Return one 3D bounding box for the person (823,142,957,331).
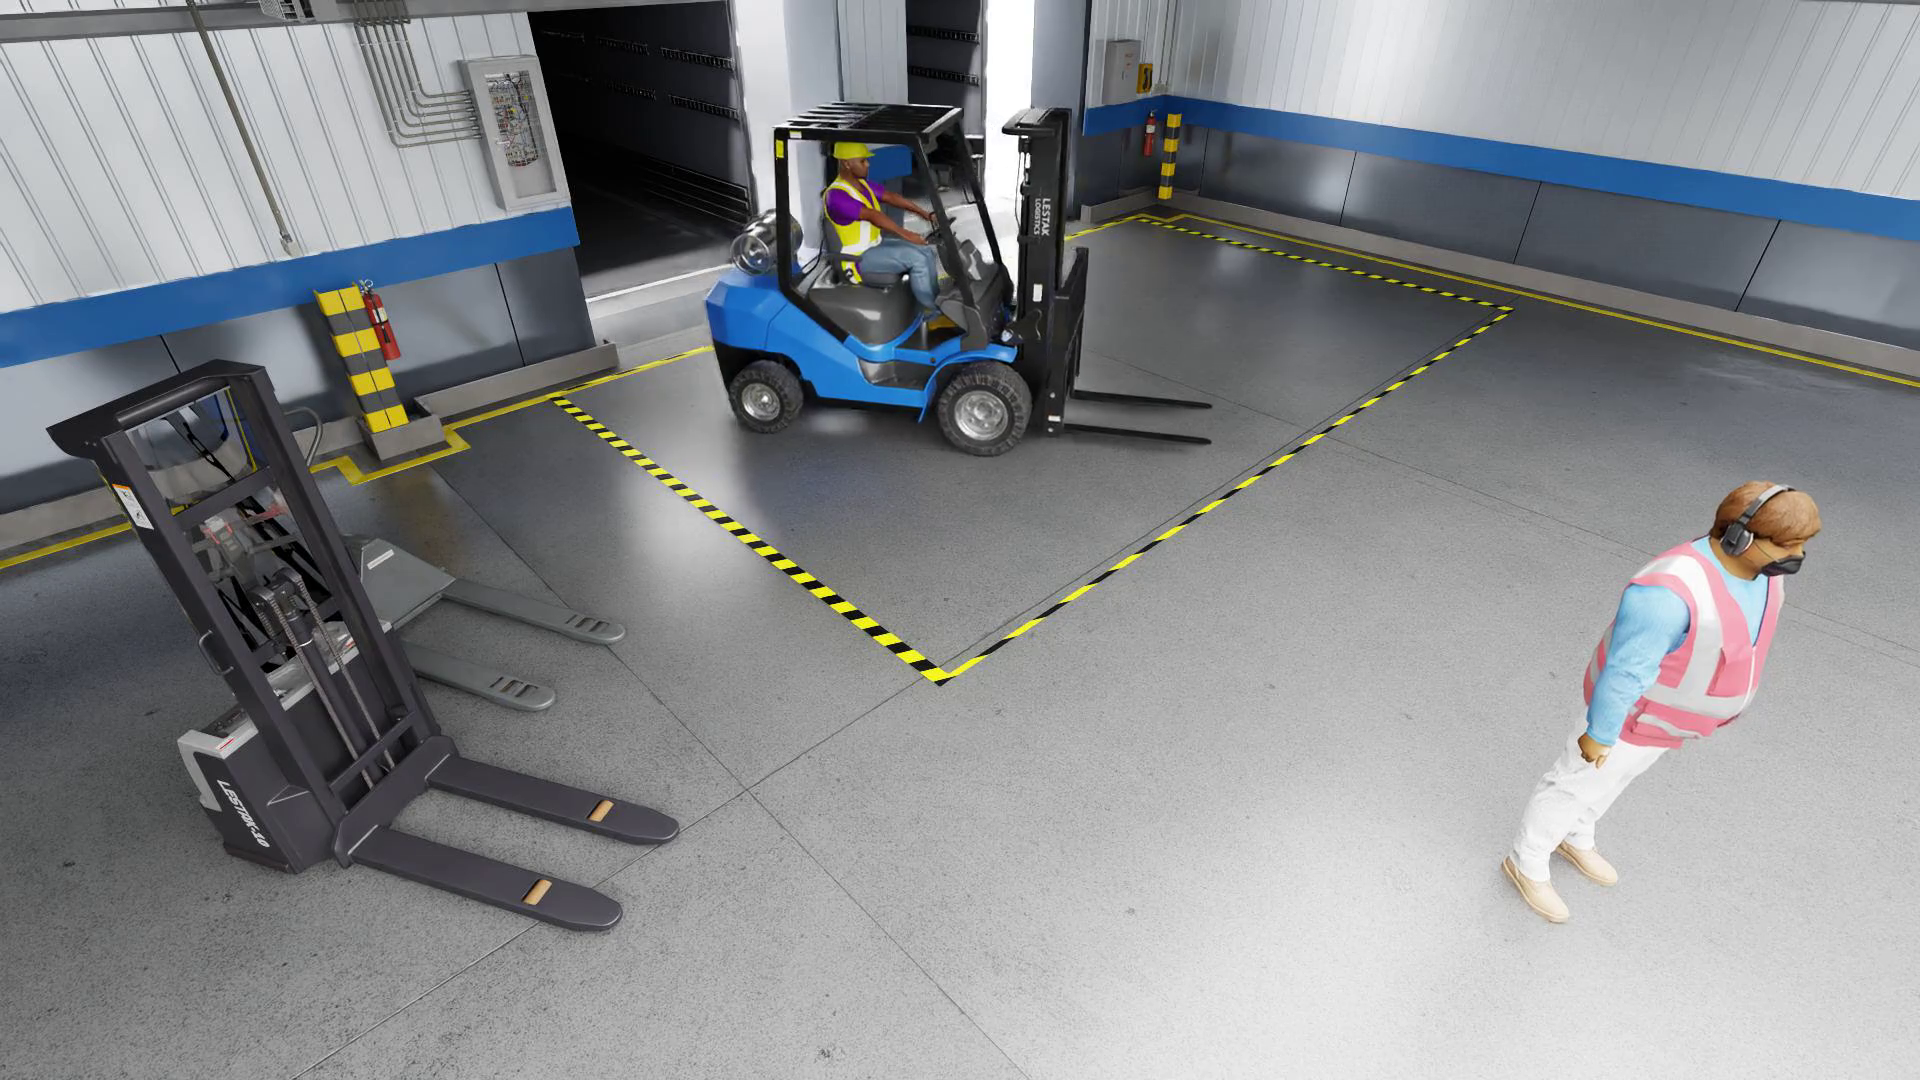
[{"bbox_3d":[-0.424,-2.151,6.488,1.004,1.293,0.635,8,35,11],"label":"person"}]

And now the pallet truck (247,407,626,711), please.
[{"bbox_3d":[-2.628,0.038,4.590,1.601,1.201,0.680,12,36,18],"label":"pallet truck"}]

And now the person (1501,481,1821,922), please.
[{"bbox_3d":[2.434,0.600,3.230,0.622,1.843,0.431,-16,37,-22],"label":"person"}]

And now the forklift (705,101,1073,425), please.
[{"bbox_3d":[-0.480,-2.008,6.611,2.680,2.036,1.157,8,35,11],"label":"forklift"}]

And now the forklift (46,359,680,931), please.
[{"bbox_3d":[-2.135,0.422,3.354,1.885,1.965,0.823,10,35,14],"label":"forklift"}]
